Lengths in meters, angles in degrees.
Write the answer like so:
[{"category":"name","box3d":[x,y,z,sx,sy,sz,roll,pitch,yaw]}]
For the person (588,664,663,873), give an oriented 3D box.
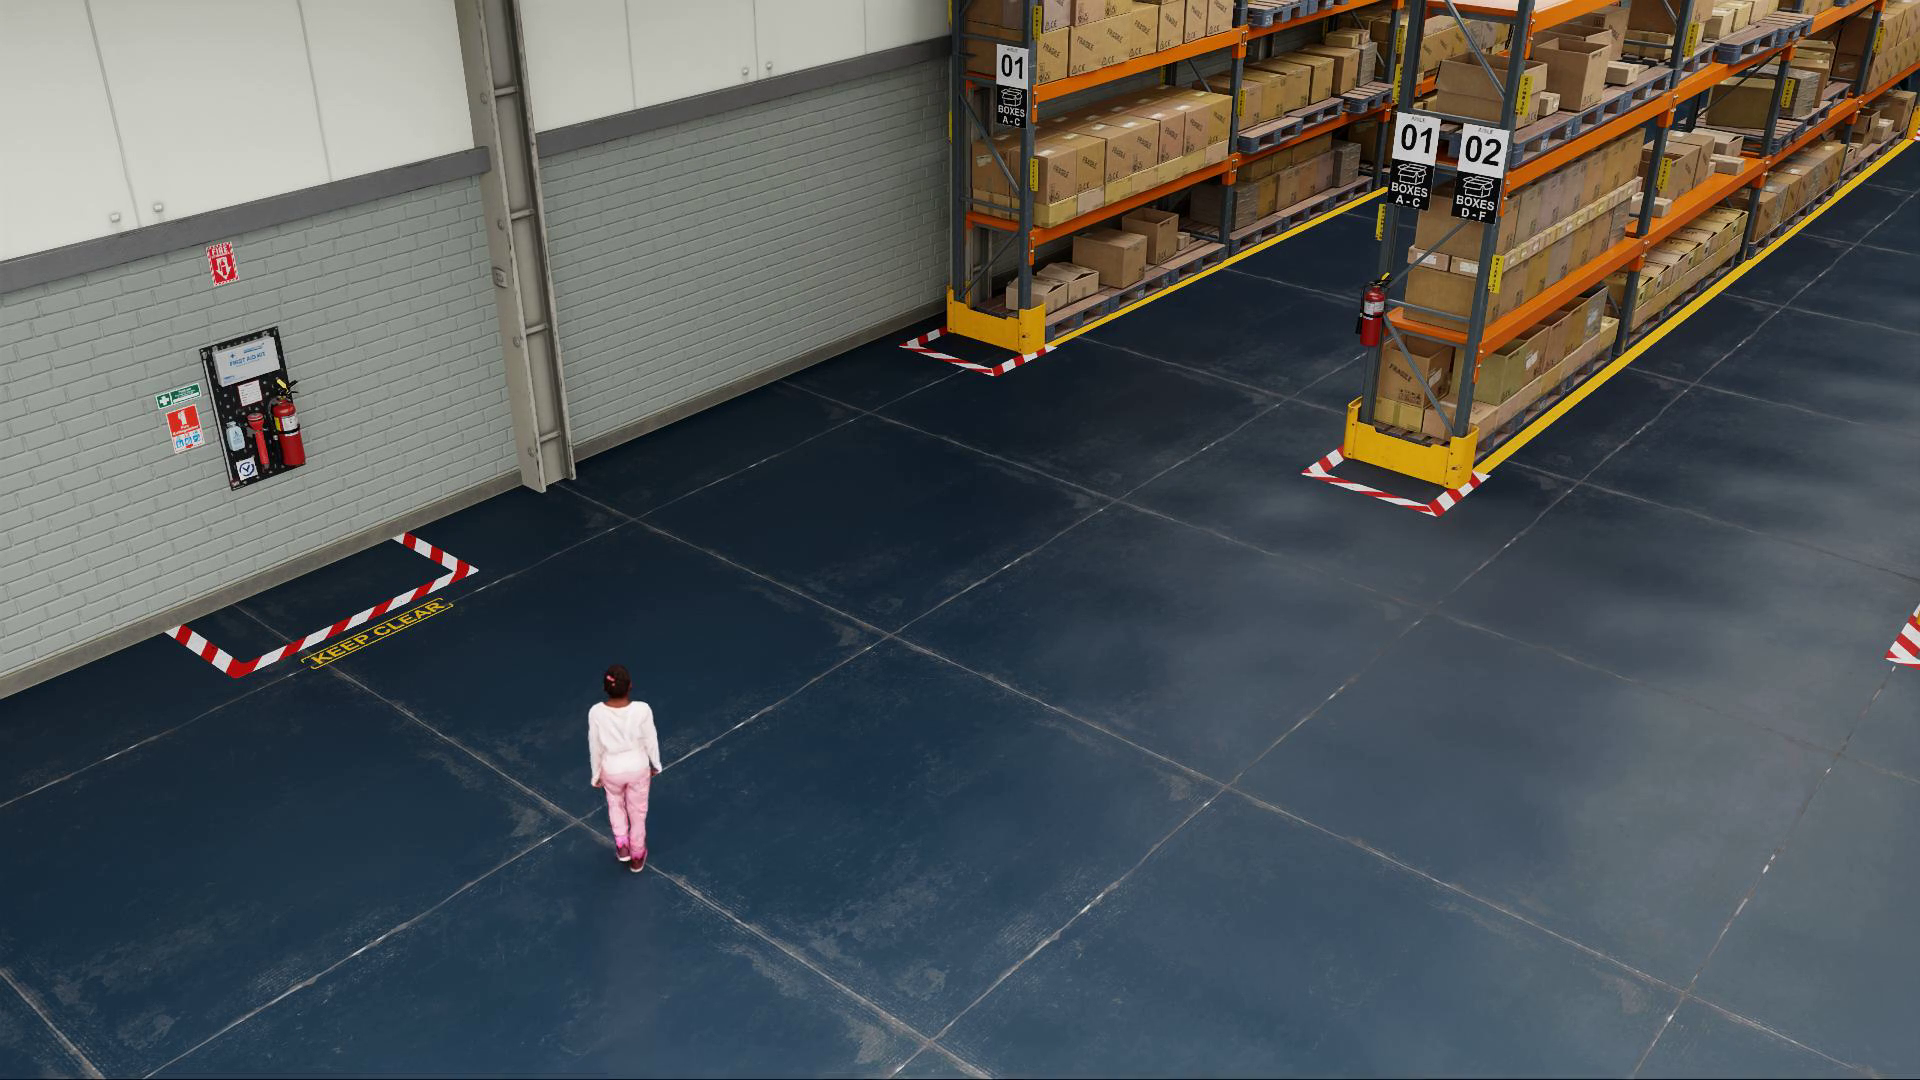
[{"category":"person","box3d":[-2.006,1.389,9.931,0.652,1.441,0.707,-2,28,-3]}]
